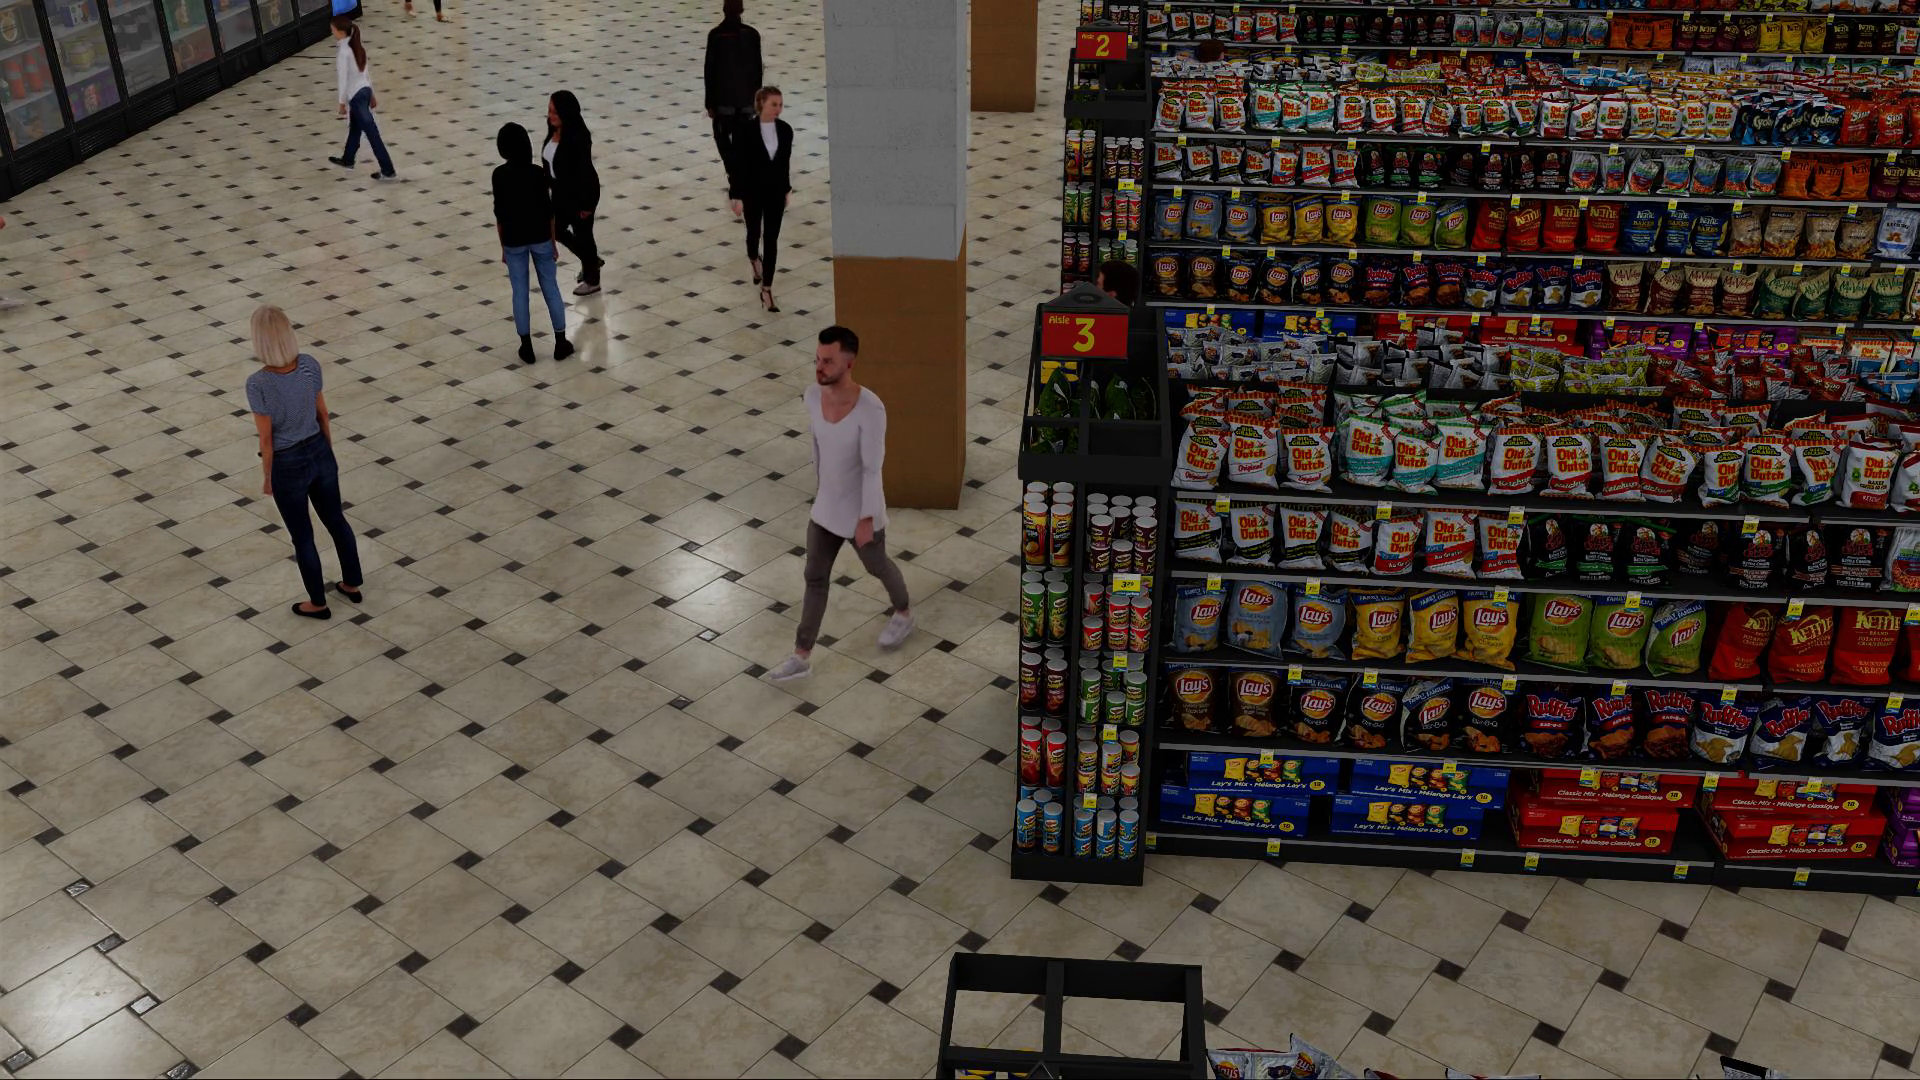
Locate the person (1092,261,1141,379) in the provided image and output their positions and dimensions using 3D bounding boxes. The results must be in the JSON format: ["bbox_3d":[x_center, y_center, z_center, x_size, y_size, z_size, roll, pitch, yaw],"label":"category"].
[{"bbox_3d":[0.815,-0.575,8.723,0.611,1.853,0.689,8,30,14],"label":"person"}]

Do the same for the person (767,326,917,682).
[{"bbox_3d":[-0.476,-0.192,8.088,1.215,1.790,1.161,21,35,33],"label":"person"}]

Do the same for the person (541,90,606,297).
[{"bbox_3d":[-2.916,-2.689,12.860,0.805,1.600,0.874,25,37,38],"label":"person"}]

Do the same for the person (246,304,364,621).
[{"bbox_3d":[-3.378,-0.395,8.532,0.667,1.722,0.655,19,34,31],"label":"person"}]

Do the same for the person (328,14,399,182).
[{"bbox_3d":[-5.528,-4.095,15.515,1.002,1.524,0.586,6,29,11],"label":"person"}]

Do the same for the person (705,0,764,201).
[{"bbox_3d":[-1.998,-3.947,14.964,0.955,1.793,0.954,-10,30,-18],"label":"person"}]

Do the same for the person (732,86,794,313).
[{"bbox_3d":[-1.519,-2.610,12.655,1.090,1.658,1.026,-9,30,-16],"label":"person"}]

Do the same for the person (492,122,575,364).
[{"bbox_3d":[-3.014,-2.064,11.610,0.568,1.701,0.697,-5,29,-10],"label":"person"}]

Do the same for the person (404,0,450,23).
[{"bbox_3d":[-7.197,-7.755,21.979,1.132,1.753,0.983,24,36,36],"label":"person"}]
